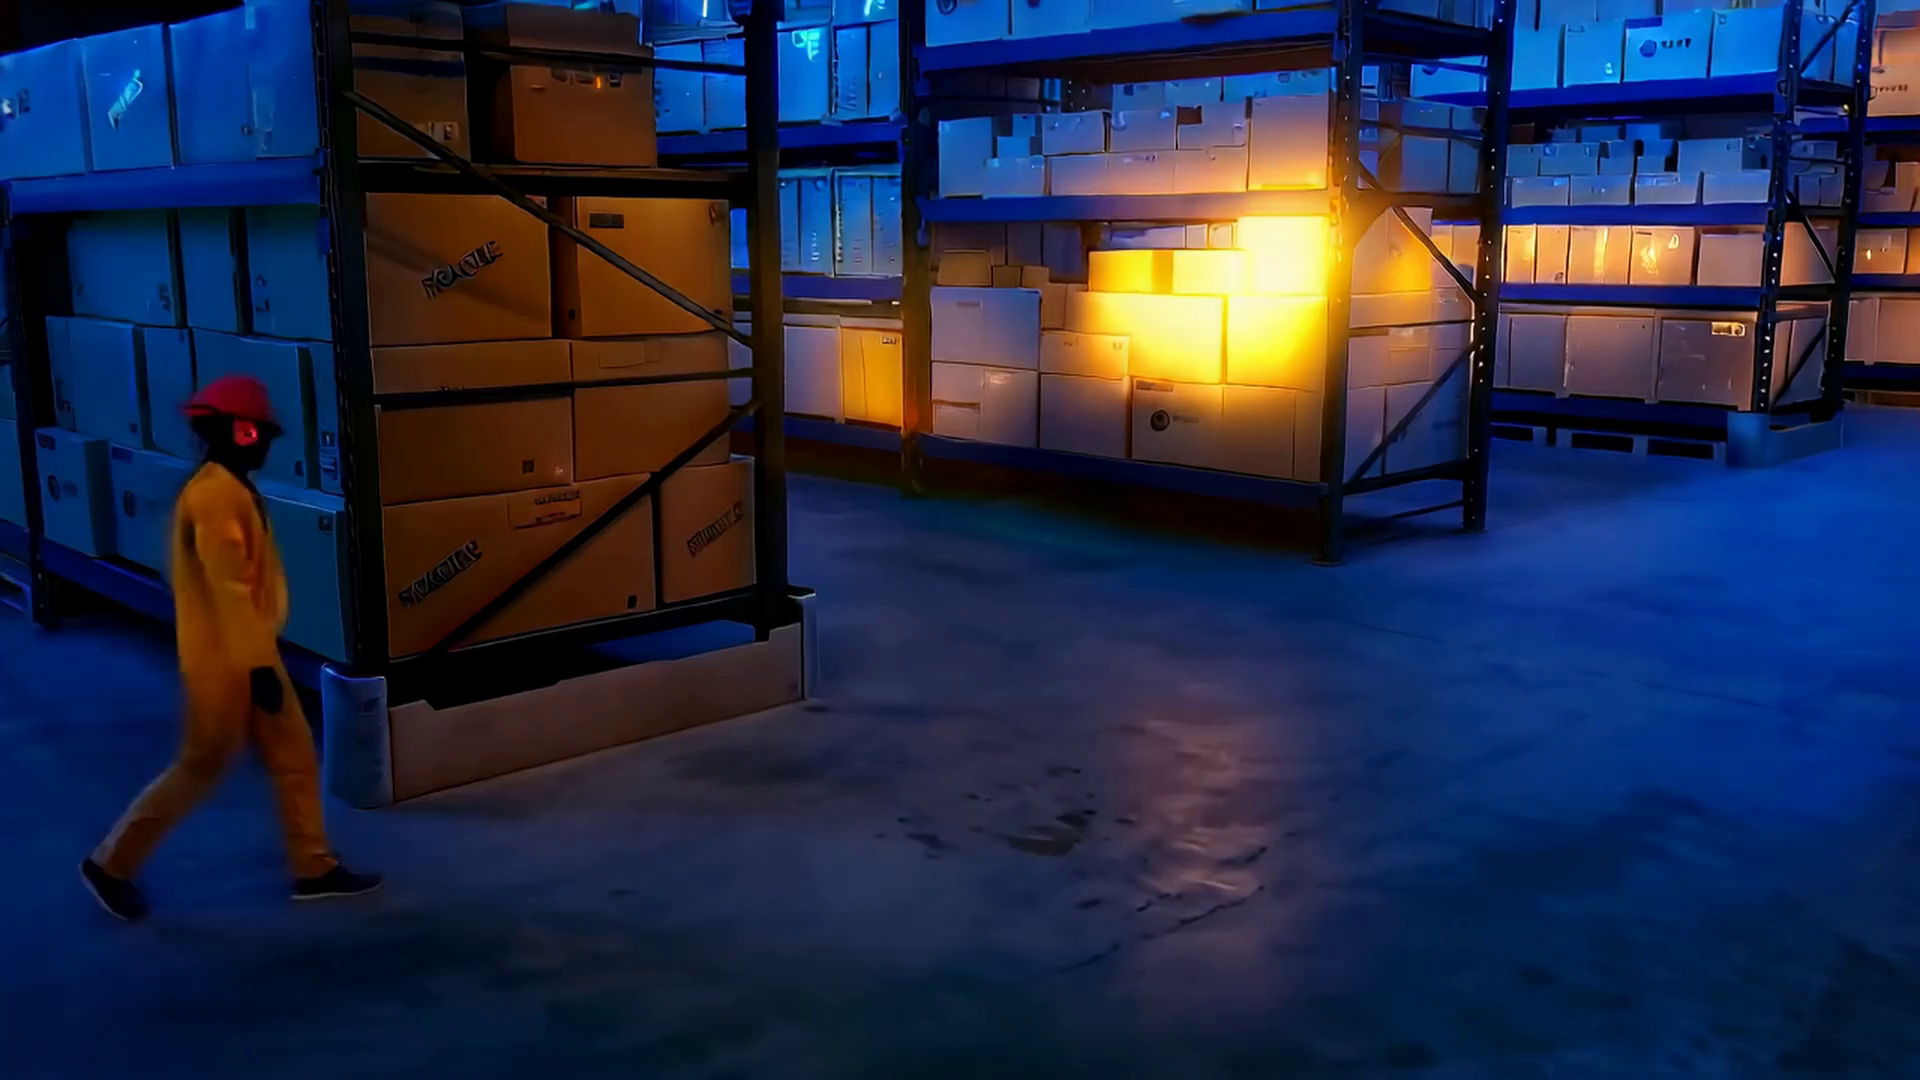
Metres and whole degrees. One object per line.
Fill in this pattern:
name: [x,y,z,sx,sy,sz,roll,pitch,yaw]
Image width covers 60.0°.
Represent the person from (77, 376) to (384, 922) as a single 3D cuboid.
person: [-2.345,0.341,5.222,0.850,1.694,0.579,-2,11,-11]
